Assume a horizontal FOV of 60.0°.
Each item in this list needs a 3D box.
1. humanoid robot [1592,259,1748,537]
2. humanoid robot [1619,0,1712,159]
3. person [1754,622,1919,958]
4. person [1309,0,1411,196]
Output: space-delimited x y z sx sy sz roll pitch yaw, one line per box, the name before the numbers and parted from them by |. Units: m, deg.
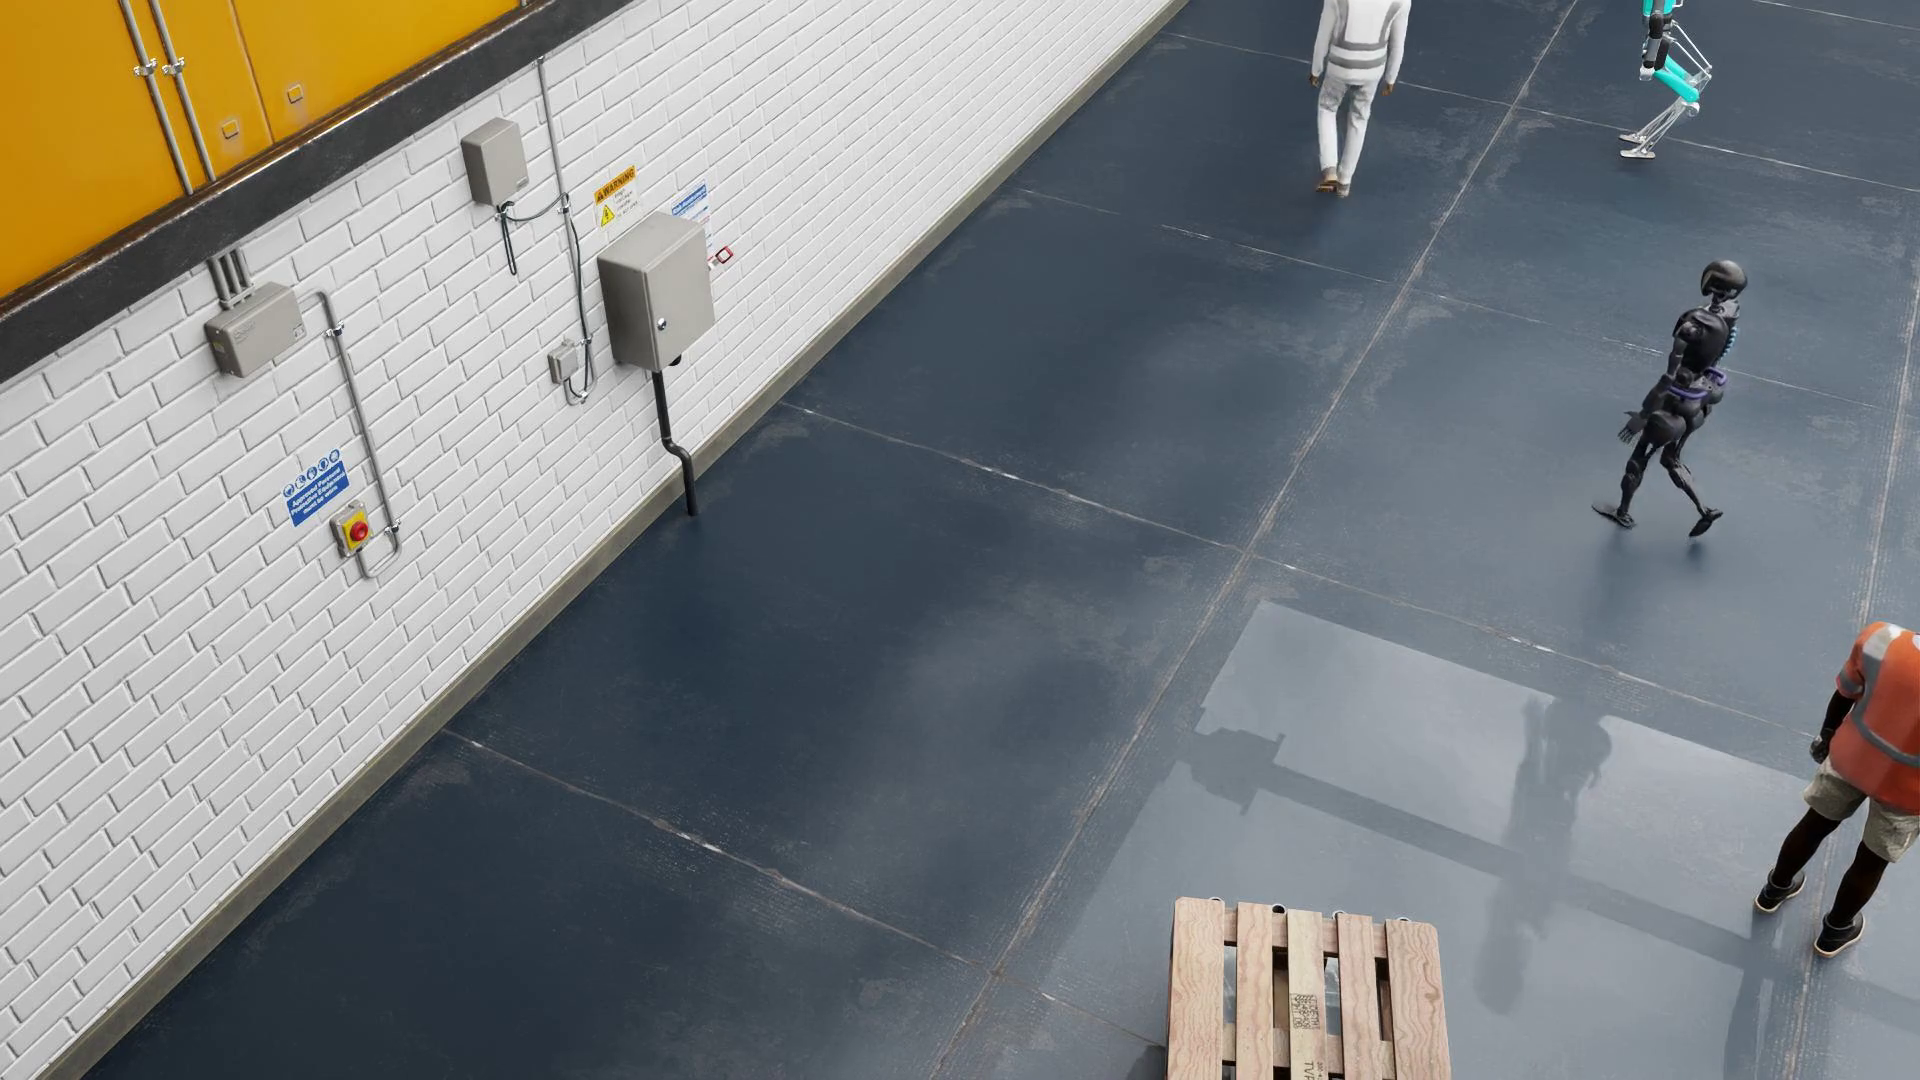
humanoid robot | 3.751 -0.677 8.556 0.591 1.644 0.583 -28 48 -28
humanoid robot | 5.037 -3.462 11.625 0.735 1.677 0.533 13 43 15
person | 3.632 0.888 6.521 0.369 1.958 0.595 -22 46 -24
person | 2.688 -3.187 11.305 0.599 1.867 0.485 5 41 6
